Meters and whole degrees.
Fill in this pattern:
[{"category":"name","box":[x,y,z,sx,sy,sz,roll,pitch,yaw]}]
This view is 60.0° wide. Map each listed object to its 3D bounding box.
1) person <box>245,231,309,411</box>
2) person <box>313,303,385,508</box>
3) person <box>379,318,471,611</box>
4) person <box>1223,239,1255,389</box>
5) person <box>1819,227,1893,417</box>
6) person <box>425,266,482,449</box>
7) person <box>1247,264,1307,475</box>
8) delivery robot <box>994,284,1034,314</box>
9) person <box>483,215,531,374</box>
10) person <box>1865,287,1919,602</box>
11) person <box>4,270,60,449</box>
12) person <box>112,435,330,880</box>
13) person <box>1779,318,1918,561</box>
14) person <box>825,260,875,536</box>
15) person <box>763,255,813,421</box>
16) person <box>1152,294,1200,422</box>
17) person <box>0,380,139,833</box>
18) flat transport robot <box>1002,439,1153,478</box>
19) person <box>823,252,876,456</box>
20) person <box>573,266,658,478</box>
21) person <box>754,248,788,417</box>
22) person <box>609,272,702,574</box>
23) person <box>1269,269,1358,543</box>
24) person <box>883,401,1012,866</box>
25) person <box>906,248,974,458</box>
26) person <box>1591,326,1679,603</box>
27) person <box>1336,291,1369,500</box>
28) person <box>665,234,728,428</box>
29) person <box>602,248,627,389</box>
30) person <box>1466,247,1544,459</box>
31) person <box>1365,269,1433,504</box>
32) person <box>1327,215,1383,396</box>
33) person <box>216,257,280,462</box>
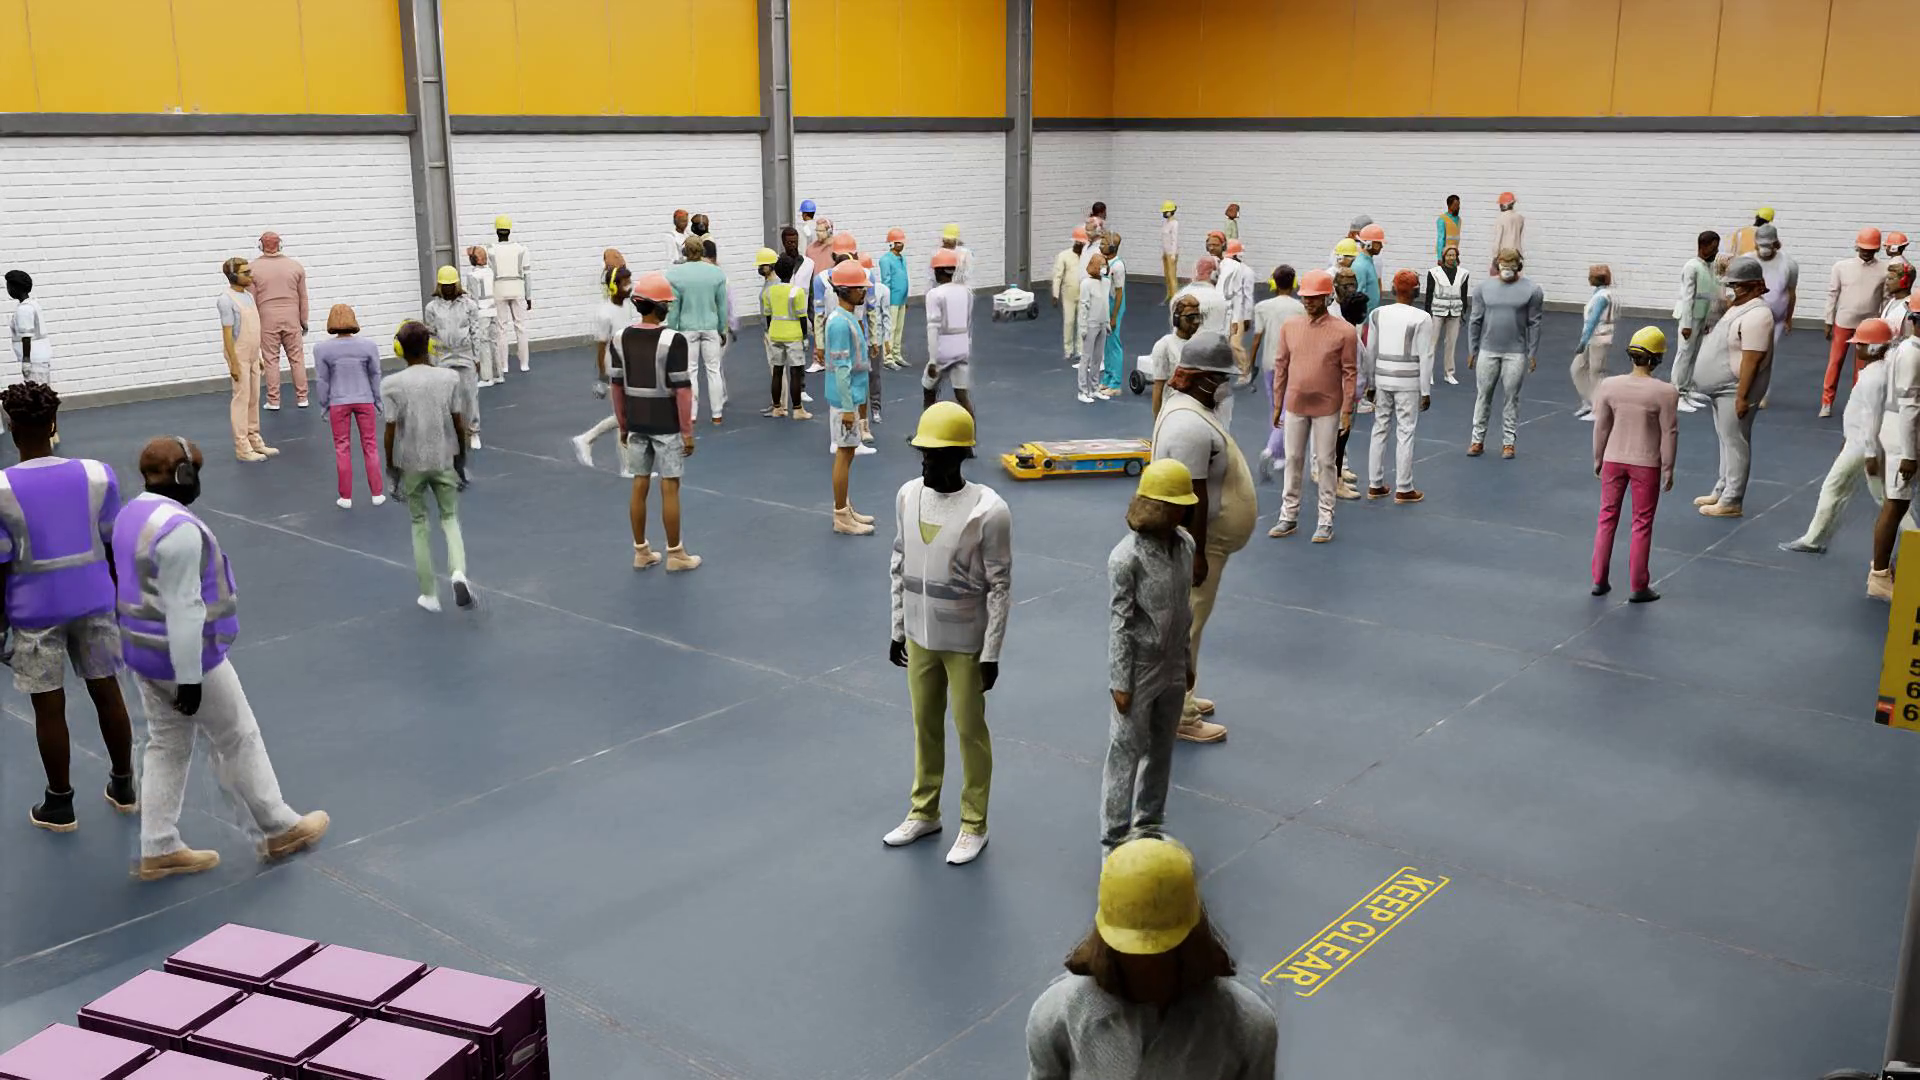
[{"category":"person","box":[-7.301,-2.340,17.800,0.643,1.908,0.408,-10,17,-33]},{"category":"person","box":[-4.856,-1.069,13.269,0.499,1.634,0.288,-6,15,-23]},{"category":"person","box":[-3.296,-0.444,10.314,0.536,1.860,0.507,-8,16,-30]},{"category":"person","box":[3.138,-2.614,19.246,0.372,1.734,0.581,-8,16,-29]},{"category":"person","box":[9.312,-2.244,17.257,0.612,1.983,0.407,5,15,21]},{"category":"person","box":[-4.736,-1.702,15.600,0.480,1.734,0.334,-4,15,-15]},{"category":"person","box":[2.784,-1.478,14.502,0.567,1.841,0.796,6,15,24]},{"category":"delivery robot","box":[0.839,-3.746,25.966,0.477,0.478,0.707,10,17,36]},{"category":"person","box":[-5.564,-3.011,20.434,0.594,1.926,0.368,-7,16,-26]},{"category":"person","box":[6.090,-0.617,10.635,0.371,2.044,0.608,8,16,29]},{"category":"person","box":[-8.733,-1.695,15.670,0.322,1.686,0.540,-5,15,-19]},{"category":"person","box":[-3.058,0.469,6.805,0.822,1.795,0.693,-13,19,-43]},{"category":"person","box":[6.376,-0.695,11.632,0.898,1.710,0.562,12,18,39]},{"category":"person","box":[-0.813,-1.057,12.395,0.380,2.043,0.609,0,14,-1]},{"category":"person","box":[-1.778,-2.077,17.165,0.535,1.700,0.318,8,16,30]},{"category":"person","box":[1.586,-0.833,11.900,0.516,1.844,0.332,-11,18,-37]},{"category":"person","box":[-3.888,0.288,7.175,0.368,1.966,0.603,12,19,40]},{"category":"flat transport robot","box":[1.138,-0.733,14.690,1.431,0.197,0.652,-3,14,-11]},{"category":"person","box":[-1.030,-1.711,15.369,0.531,1.866,0.322,12,19,41]},{"category":"person","box":[-3.002,-1.441,14.334,0.693,1.847,0.528,2,14,8]},{"category":"person","box":[-1.978,-2.170,17.425,0.339,1.761,0.524,-4,15,-17]},{"category":"person","box":[-2.066,-0.786,11.311,0.609,2.043,0.397,6,15,23]},{"category":"person","box":[2.576,-0.977,12.172,0.625,1.992,0.386,9,17,32]},{"category":"person","box":[-0.058,0.381,6.875,0.585,1.930,0.358,10,17,35]},{"category":"person","box":[-0.179,-1.729,15.366,0.581,1.897,0.899,-12,18,-39]},{"category":"person","box":[4.326,-0.484,10.667,0.319,1.767,0.534,-13,19,-43]},{"category":"person","box":[3.170,-1.191,13.631,0.319,1.697,0.532,2,14,9]},{"category":"person","box":[-2.643,-2.094,16.748,0.627,1.941,0.371,-5,15,-20]},{"category":"person","box":[-3.937,-2.508,19.024,0.279,1.633,0.501,-8,16,-29]},{"category":"person","box":[4.968,-1.710,15.225,0.631,1.933,0.362,6,15,24]},{"category":"person","box":[3.542,-1.239,13.441,0.337,1.883,0.585,-13,19,-43]},{"category":"person","box":[4.490,-2.657,18.791,0.537,2.000,0.690,-11,18,-37]},{"category":"person","box":[-6.489,-1.636,15.107,0.341,1.846,0.510,1,14,2]}]
